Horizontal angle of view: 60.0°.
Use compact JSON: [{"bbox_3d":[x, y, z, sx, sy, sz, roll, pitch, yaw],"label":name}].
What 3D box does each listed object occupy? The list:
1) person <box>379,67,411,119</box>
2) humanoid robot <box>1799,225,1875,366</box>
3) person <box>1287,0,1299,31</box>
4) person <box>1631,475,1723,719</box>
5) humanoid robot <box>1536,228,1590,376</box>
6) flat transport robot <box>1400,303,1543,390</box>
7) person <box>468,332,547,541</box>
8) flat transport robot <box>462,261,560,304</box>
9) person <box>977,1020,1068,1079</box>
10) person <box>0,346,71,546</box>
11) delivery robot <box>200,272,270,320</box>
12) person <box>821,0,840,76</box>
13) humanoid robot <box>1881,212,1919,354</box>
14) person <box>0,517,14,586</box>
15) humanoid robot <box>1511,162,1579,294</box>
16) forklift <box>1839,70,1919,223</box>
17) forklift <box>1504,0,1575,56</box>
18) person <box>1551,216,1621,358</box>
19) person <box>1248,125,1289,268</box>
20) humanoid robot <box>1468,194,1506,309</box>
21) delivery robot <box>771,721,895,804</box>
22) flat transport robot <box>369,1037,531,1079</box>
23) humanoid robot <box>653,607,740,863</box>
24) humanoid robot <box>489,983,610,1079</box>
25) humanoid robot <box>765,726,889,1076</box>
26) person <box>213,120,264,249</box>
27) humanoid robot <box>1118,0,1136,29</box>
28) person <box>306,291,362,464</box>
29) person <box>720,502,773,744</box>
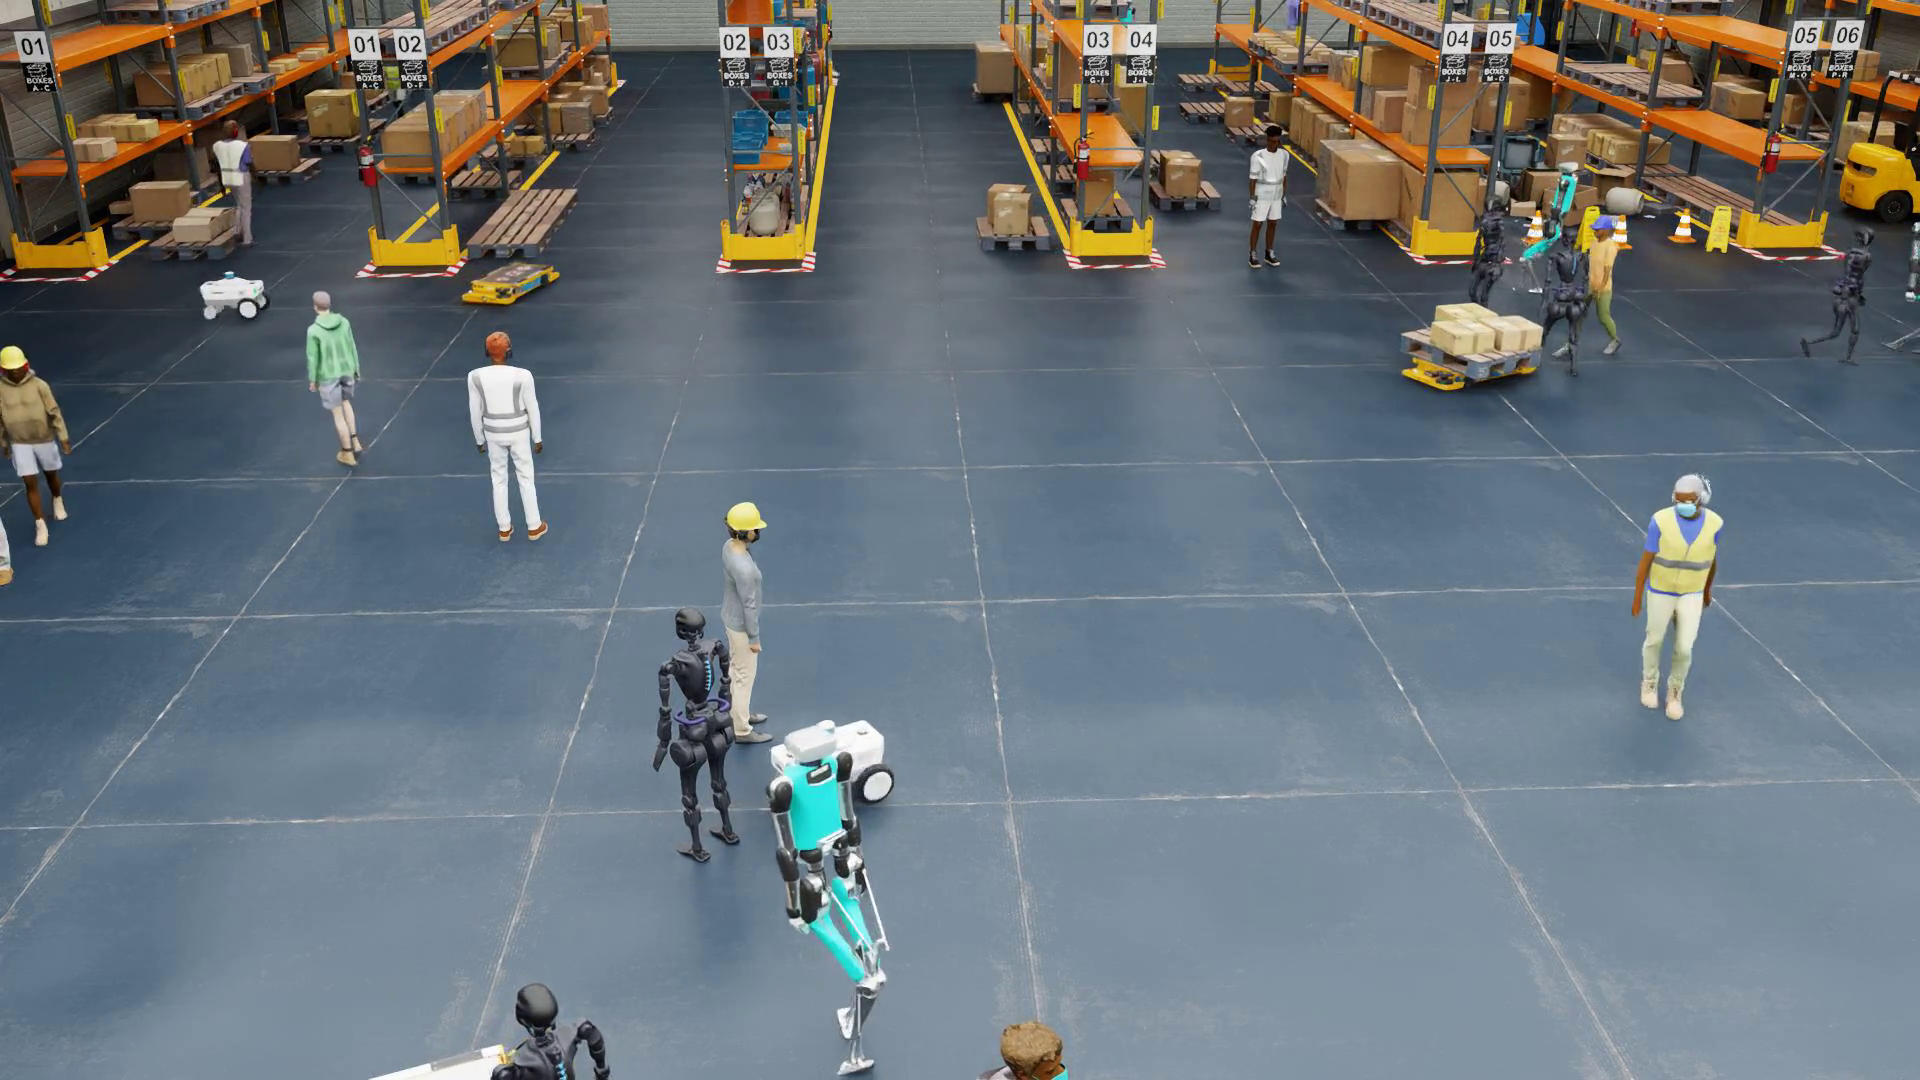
[{"bbox_3d":[-11.110,-8.848,32.630,0.568,1.656,0.754,3,24,7],"label":"person"},{"bbox_3d":[10.198,-2.839,19.154,0.609,1.630,0.632,-22,32,-40],"label":"humanoid robot"},{"bbox_3d":[8.318,-12.740,41.240,0.457,1.787,0.598,-6,25,-14],"label":"person"},{"bbox_3d":[5.003,0.378,11.675,0.541,1.853,0.603,6,25,14],"label":"person"},{"bbox_3d":[6.850,-2.707,18.858,0.617,1.627,0.622,-4,24,-10],"label":"humanoid robot"},{"bbox_3d":[5.786,-1.976,18.912,1.431,0.231,0.659,-13,27,-28],"label":"flat transport robot"},{"bbox_3d":[-3.937,-0.893,14.495,0.580,1.882,0.338,-1,24,-2],"label":"person"},{"bbox_3d":[-5.980,-3.432,22.183,0.659,0.231,1.431,6,25,14],"label":"flat transport robot"},{"bbox_3d":[0.245,2.657,6.480,0.371,1.917,0.488,7,25,16],"label":"person"},{"bbox_3d":[-8.187,-0.890,14.704,0.557,1.734,0.847,-11,26,-23],"label":"person"},{"bbox_3d":[-9.205,-3.100,21.077,0.785,0.587,0.499,-2,24,-4],"label":"delivery robot"},{"bbox_3d":[-3.308,-11.933,39.369,0.903,1.825,0.509,4,24,9],"label":"person"},{"bbox_3d":[11.247,-2.901,19.202,0.556,1.779,0.890,-17,29,-33],"label":"humanoid robot"},{"bbox_3d":[-8.182,-0.508,13.626,0.564,1.890,0.385,-4,24,-9],"label":"person"},{"bbox_3d":[7.623,-4.050,21.903,0.786,1.889,0.544,14,28,29],"label":"humanoid robot"},{"bbox_3d":[15.132,-6.143,25.915,2.313,2.155,1.214,-1,24,-2],"label":"forklift"},{"bbox_3d":[14.700,-13.805,42.301,1.873,2.768,1.129,-1,24,-2],"label":"forklift"},{"bbox_3d":[7.433,-2.945,19.347,0.854,1.675,0.450,-10,26,-21],"label":"person"},{"bbox_3d":[4.294,-4.787,23.144,0.613,1.962,0.361,-10,26,-21],"label":"person"},{"bbox_3d":[6.483,-3.405,20.392,0.314,1.655,0.611,-6,25,-14],"label":"humanoid robot"},{"bbox_3d":[-0.851,1.447,10.840,0.756,0.571,0.499,-14,28,-29],"label":"delivery robot"},{"bbox_3d":[-2.612,2.853,8.061,1.431,0.231,0.659,-10,26,-21],"label":"flat transport robot"},{"bbox_3d":[-1.598,1.162,10.123,0.328,1.654,0.584,19,31,37],"label":"humanoid robot"},{"bbox_3d":[-1.725,2.539,7.036,0.601,1.644,0.564,-21,32,-39],"label":"humanoid robot"},{"bbox_3d":[-0.543,1.876,8.474,0.869,1.787,0.572,20,31,37],"label":"humanoid robot"},{"bbox_3d":[-10.452,-5.162,24.157,0.586,1.829,0.490,7,25,15],"label":"person"},{"bbox_3d":[4.081,-11.806,39.267,0.538,1.783,1.039,-14,28,-28],"label":"humanoid robot"},{"bbox_3d":[-6.125,-1.589,16.235,0.471,1.727,0.506,18,30,35],"label":"person"},{"bbox_3d":[-1.459,0.559,11.386,0.335,1.756,0.516,-8,25,-18],"label":"person"}]
